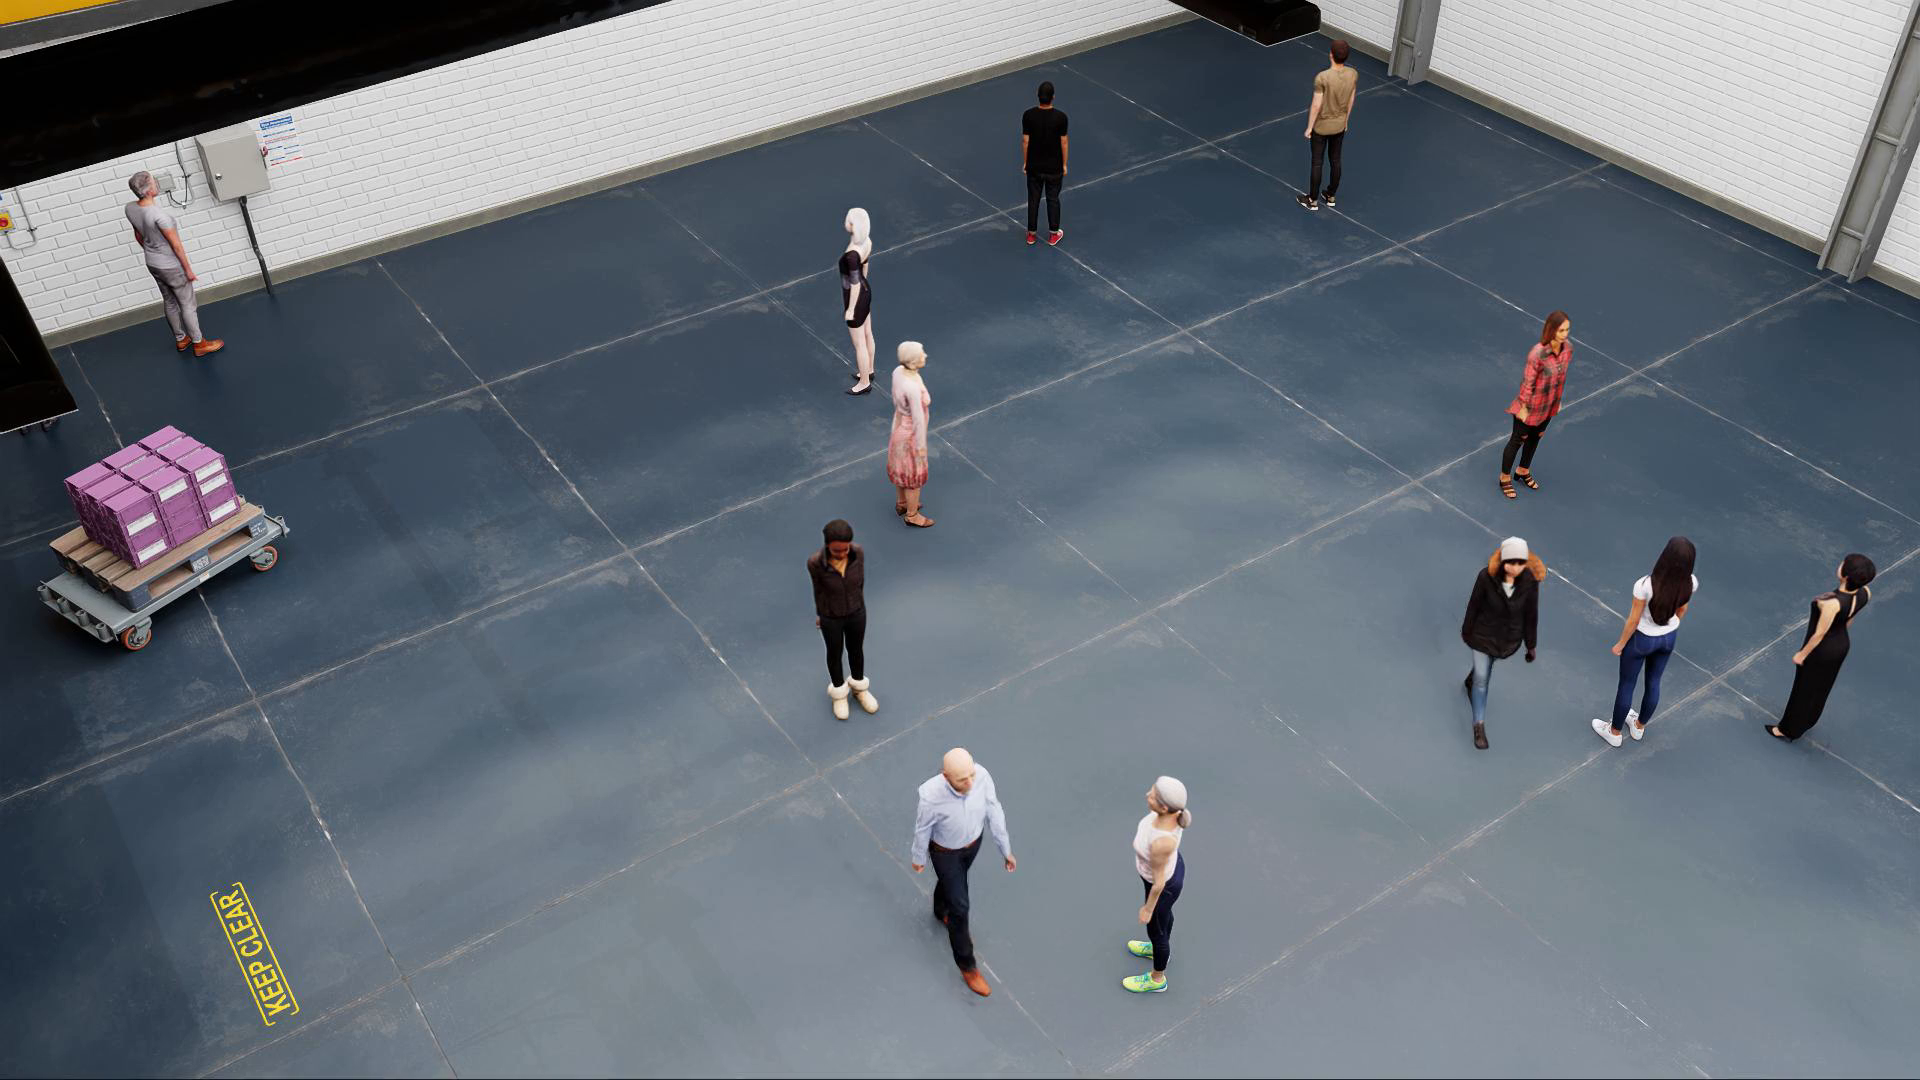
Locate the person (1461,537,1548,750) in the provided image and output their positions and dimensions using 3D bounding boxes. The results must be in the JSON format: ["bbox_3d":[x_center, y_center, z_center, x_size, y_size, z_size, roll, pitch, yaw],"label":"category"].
[{"bbox_3d":[3.730,0.600,11.600,0.984,1.596,1.115,1,39,1],"label":"person"}]

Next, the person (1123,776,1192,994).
[{"bbox_3d":[1.182,2.007,9.752,0.729,1.702,0.676,7,39,9],"label":"person"}]

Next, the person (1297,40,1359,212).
[{"bbox_3d":[3.926,-4.411,17.670,0.715,1.852,0.656,-13,41,-16],"label":"person"}]

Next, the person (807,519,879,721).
[{"bbox_3d":[-0.834,0.500,11.675,0.665,1.659,0.609,-23,44,-26],"label":"person"}]

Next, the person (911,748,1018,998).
[{"bbox_3d":[-0.071,1.801,9.967,0.681,1.756,0.982,-27,46,-30],"label":"person"}]

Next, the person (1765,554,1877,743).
[{"bbox_3d":[5.934,0.749,11.408,0.591,1.603,0.530,-19,43,-23],"label":"person"}]

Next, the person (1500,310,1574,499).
[{"bbox_3d":[4.749,-1.130,13.680,0.630,1.703,0.579,-18,42,-22],"label":"person"}]

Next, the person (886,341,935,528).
[{"bbox_3d":[-0.409,-0.854,13.345,0.704,1.690,0.587,-14,41,-17],"label":"person"}]

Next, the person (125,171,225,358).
[{"bbox_3d":[-7.320,-2.544,15.348,0.679,1.831,0.833,18,42,21],"label":"person"}]

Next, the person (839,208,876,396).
[{"bbox_3d":[-0.901,-2.133,14.834,0.698,1.830,0.647,8,39,10],"label":"person"}]

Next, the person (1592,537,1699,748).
[{"bbox_3d":[4.707,0.699,11.333,0.663,1.774,0.658,-6,39,-8],"label":"person"}]

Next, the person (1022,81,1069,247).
[{"bbox_3d":[0.869,-3.859,17.053,0.726,1.758,0.785,6,39,7],"label":"person"}]
